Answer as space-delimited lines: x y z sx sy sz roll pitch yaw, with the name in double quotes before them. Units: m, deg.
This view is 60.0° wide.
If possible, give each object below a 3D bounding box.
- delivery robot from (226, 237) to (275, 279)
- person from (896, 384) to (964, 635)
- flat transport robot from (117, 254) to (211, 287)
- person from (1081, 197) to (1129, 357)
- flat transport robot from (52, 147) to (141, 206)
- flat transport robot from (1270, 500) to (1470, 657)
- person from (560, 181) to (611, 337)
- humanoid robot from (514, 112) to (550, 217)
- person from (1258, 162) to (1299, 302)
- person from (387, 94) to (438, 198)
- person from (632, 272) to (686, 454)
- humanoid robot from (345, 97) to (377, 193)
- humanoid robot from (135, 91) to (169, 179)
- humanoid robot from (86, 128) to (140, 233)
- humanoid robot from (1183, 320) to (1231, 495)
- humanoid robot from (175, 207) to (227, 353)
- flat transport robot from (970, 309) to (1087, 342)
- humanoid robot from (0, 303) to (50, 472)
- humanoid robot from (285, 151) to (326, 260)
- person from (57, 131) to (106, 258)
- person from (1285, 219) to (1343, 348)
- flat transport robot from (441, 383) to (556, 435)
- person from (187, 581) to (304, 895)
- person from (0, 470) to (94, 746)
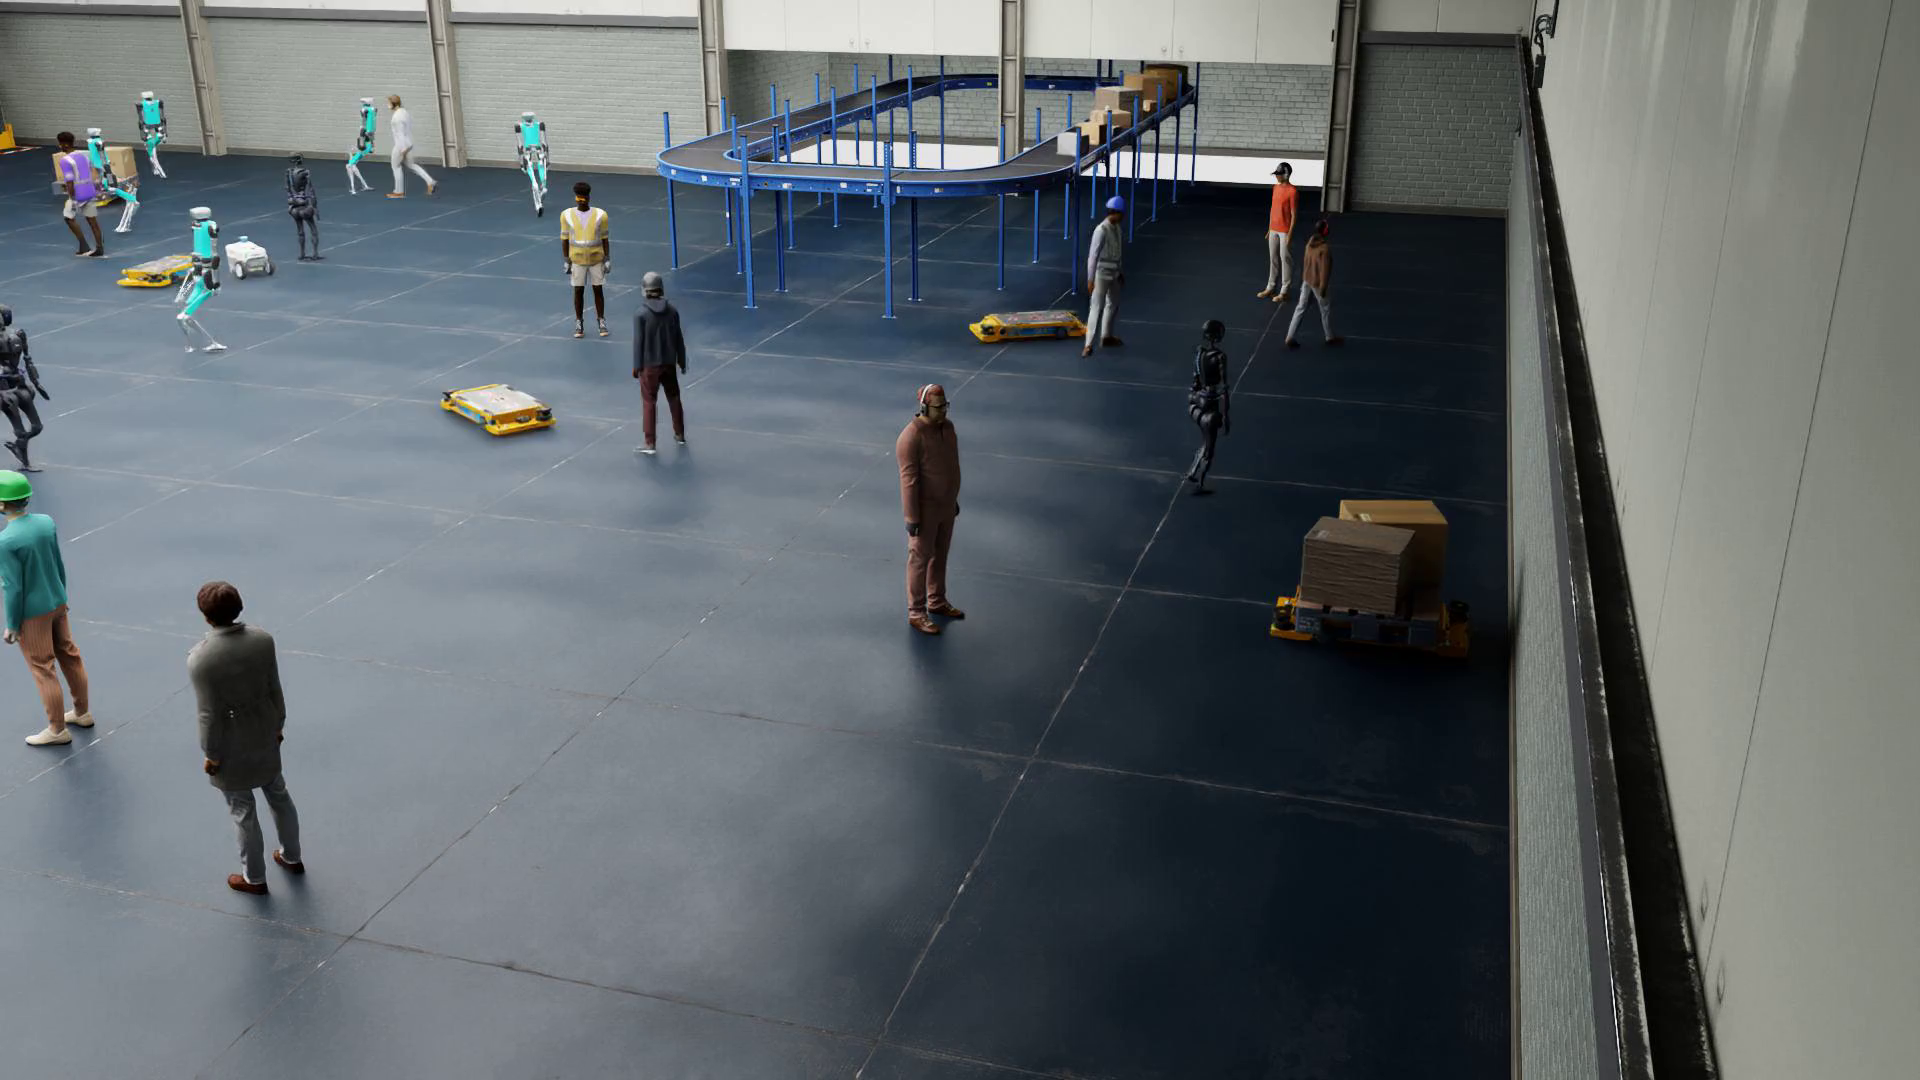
"delivery robot" -10.551 -4.179 24.628 0.795 0.602 0.499 20 29 41
"person" -0.197 -0.250 12.551 0.413 1.906 0.650 13 24 30
"flat transport robot" -11.636 -3.955 24.436 0.659 0.231 1.431 4 21 10
"person" 1.755 -3.200 20.234 0.435 1.903 0.866 11 23 25
"flat transport robot" -15.893 -6.360 30.675 0.659 0.231 1.431 -3 21 -7
"flat transport robot" 3.106 0.612 12.589 1.431 0.231 0.659 6 22 15
"person" -4.721 -3.550 21.037 0.601 1.960 0.369 -5 22 -13
"humanoid robot" -7.435 -6.572 29.203 0.557 1.776 0.963 -8 23 -20
"person" 4.402 -4.241 22.906 0.413 1.907 0.475 -13 24 -29
"person" -10.261 -7.316 30.889 0.887 1.907 0.641 0 21 -1
"person" -3.028 -1.792 16.722 0.586 1.800 0.412 -16 26 -35
"humanoid robot" -11.445 -7.476 31.530 0.870 1.775 0.592 1 21 4
"humanoid robot" -16.079 -8.042 33.029 0.530 1.739 0.956 -17 27 -38
"humanoid robot" -13.899 -5.947 27.446 0.722 1.709 0.530 -19 28 -40
"humanoid robot" 2.302 -1.229 15.407 0.367 1.644 0.584 -9 23 -23
"humanoid robot" -9.337 -3.116 20.201 0.581 1.770 0.777 15 26 35
"flat transport robot" 0.896 -2.737 21.276 1.431 0.231 0.659 -5 22 -13
"humanoid robot" -9.191 -1.473 16.046 0.492 1.636 0.601 5 22 13
"humanoid robot" -10.102 -5.133 25.531 0.589 1.654 0.326 10 23 24
"person" -13.577 -5.300 25.595 0.593 1.941 0.607 5 22 12
"person" 4.394 -3.168 20.527 0.853 1.605 0.479 -12 24 -28
"flat transport robot" -4.968 -1.415 17.849 0.659 0.231 1.431 -17 27 -37
"person" -3.964 1.087 9.188 0.363 1.830 0.518 13 25 30
"person" -6.001 0.439 10.808 0.351 1.875 0.508 4 21 11
